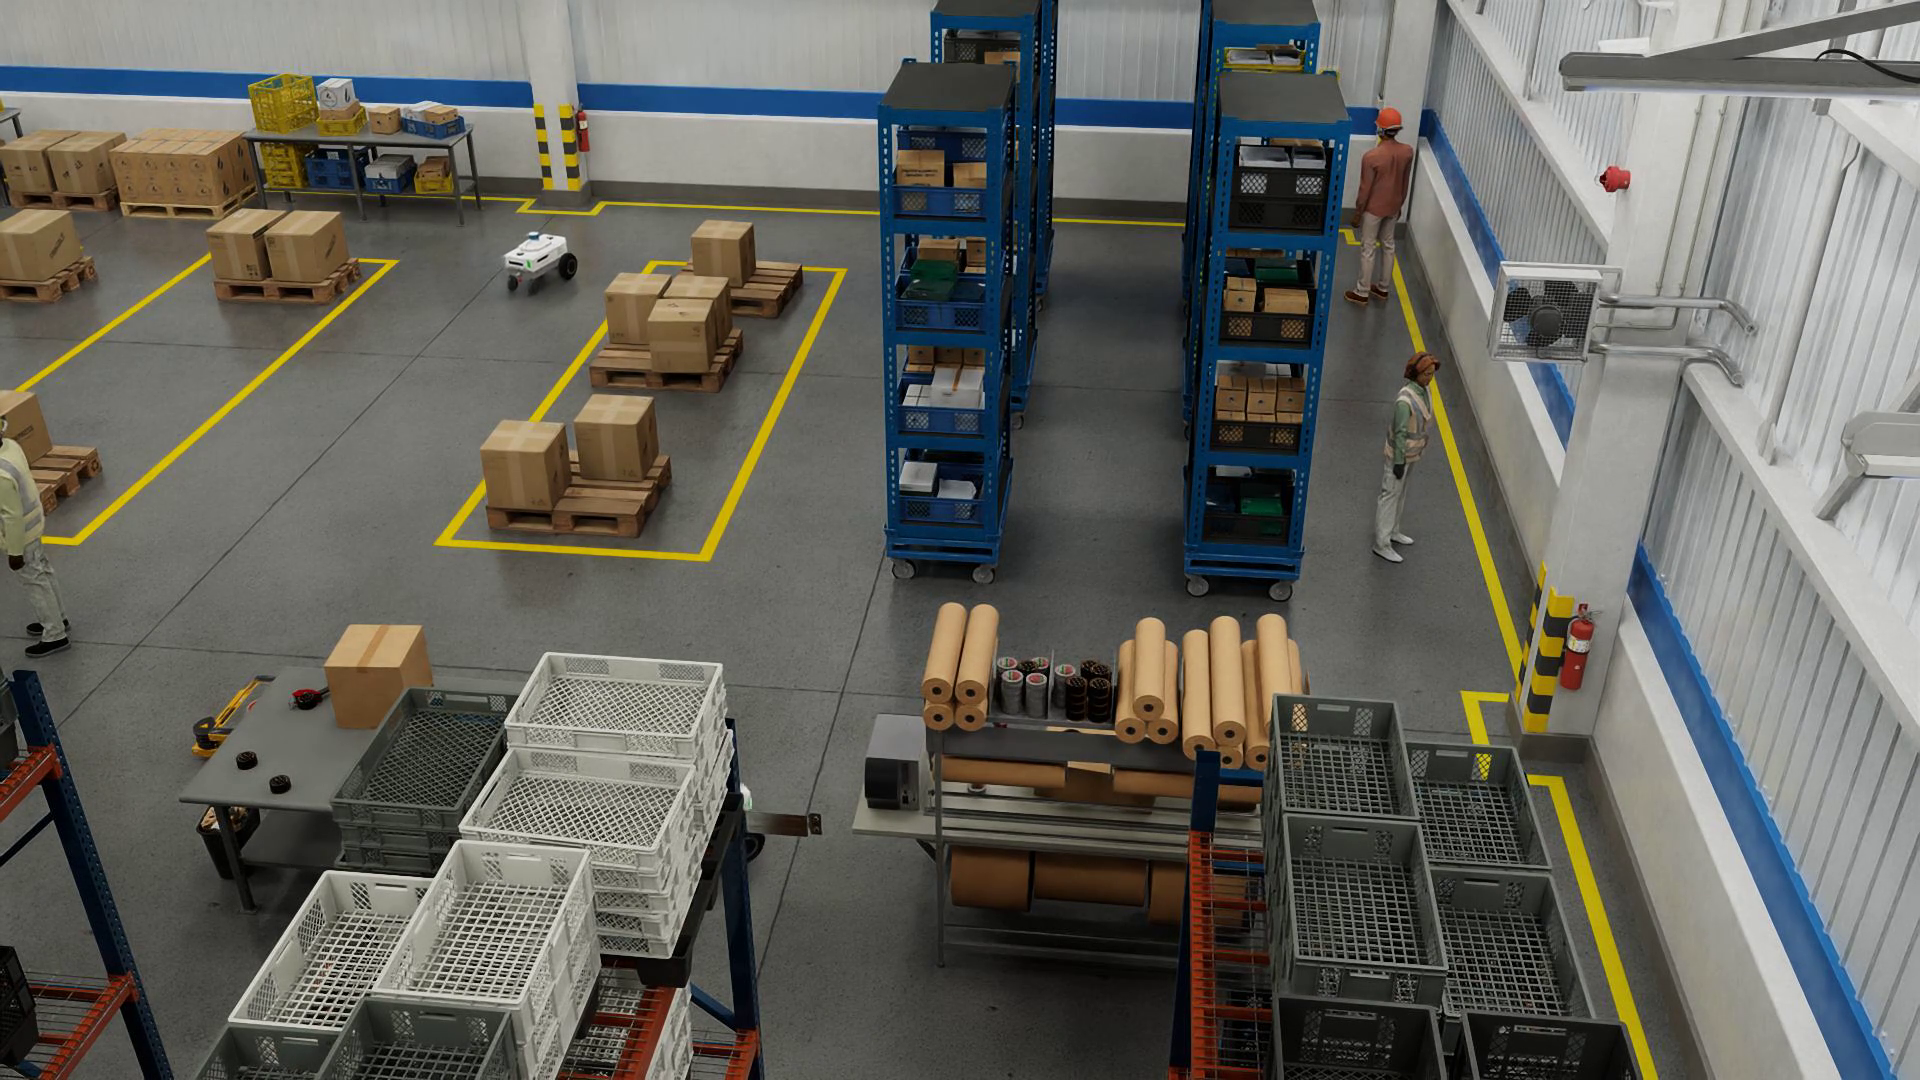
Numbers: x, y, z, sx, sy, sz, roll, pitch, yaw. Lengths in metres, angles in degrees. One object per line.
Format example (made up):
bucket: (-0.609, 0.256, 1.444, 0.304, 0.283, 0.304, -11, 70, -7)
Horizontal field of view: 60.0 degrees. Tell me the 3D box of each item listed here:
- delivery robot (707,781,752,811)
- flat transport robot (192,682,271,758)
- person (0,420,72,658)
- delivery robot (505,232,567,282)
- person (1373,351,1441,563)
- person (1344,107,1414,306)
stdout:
delivery robot: (-1.566, 1.587, 9.550, 0.707, 0.478, 0.477, -19, 35, -29)
flat transport robot: (-4.089, 1.163, 10.648, 1.431, 0.197, 0.652, 3, 30, 6)
person: (-6.382, -0.068, 11.219, 0.404, 1.832, 0.601, -12, 32, -19)
delivery robot: (-4.431, -2.978, 17.391, 0.477, 0.478, 0.707, 12, 33, 20)
person: (3.321, -0.642, 12.399, 0.313, 1.637, 0.514, 17, 34, 27)
person: (4.204, -3.336, 16.676, 0.609, 1.995, 0.376, -14, 33, -23)
